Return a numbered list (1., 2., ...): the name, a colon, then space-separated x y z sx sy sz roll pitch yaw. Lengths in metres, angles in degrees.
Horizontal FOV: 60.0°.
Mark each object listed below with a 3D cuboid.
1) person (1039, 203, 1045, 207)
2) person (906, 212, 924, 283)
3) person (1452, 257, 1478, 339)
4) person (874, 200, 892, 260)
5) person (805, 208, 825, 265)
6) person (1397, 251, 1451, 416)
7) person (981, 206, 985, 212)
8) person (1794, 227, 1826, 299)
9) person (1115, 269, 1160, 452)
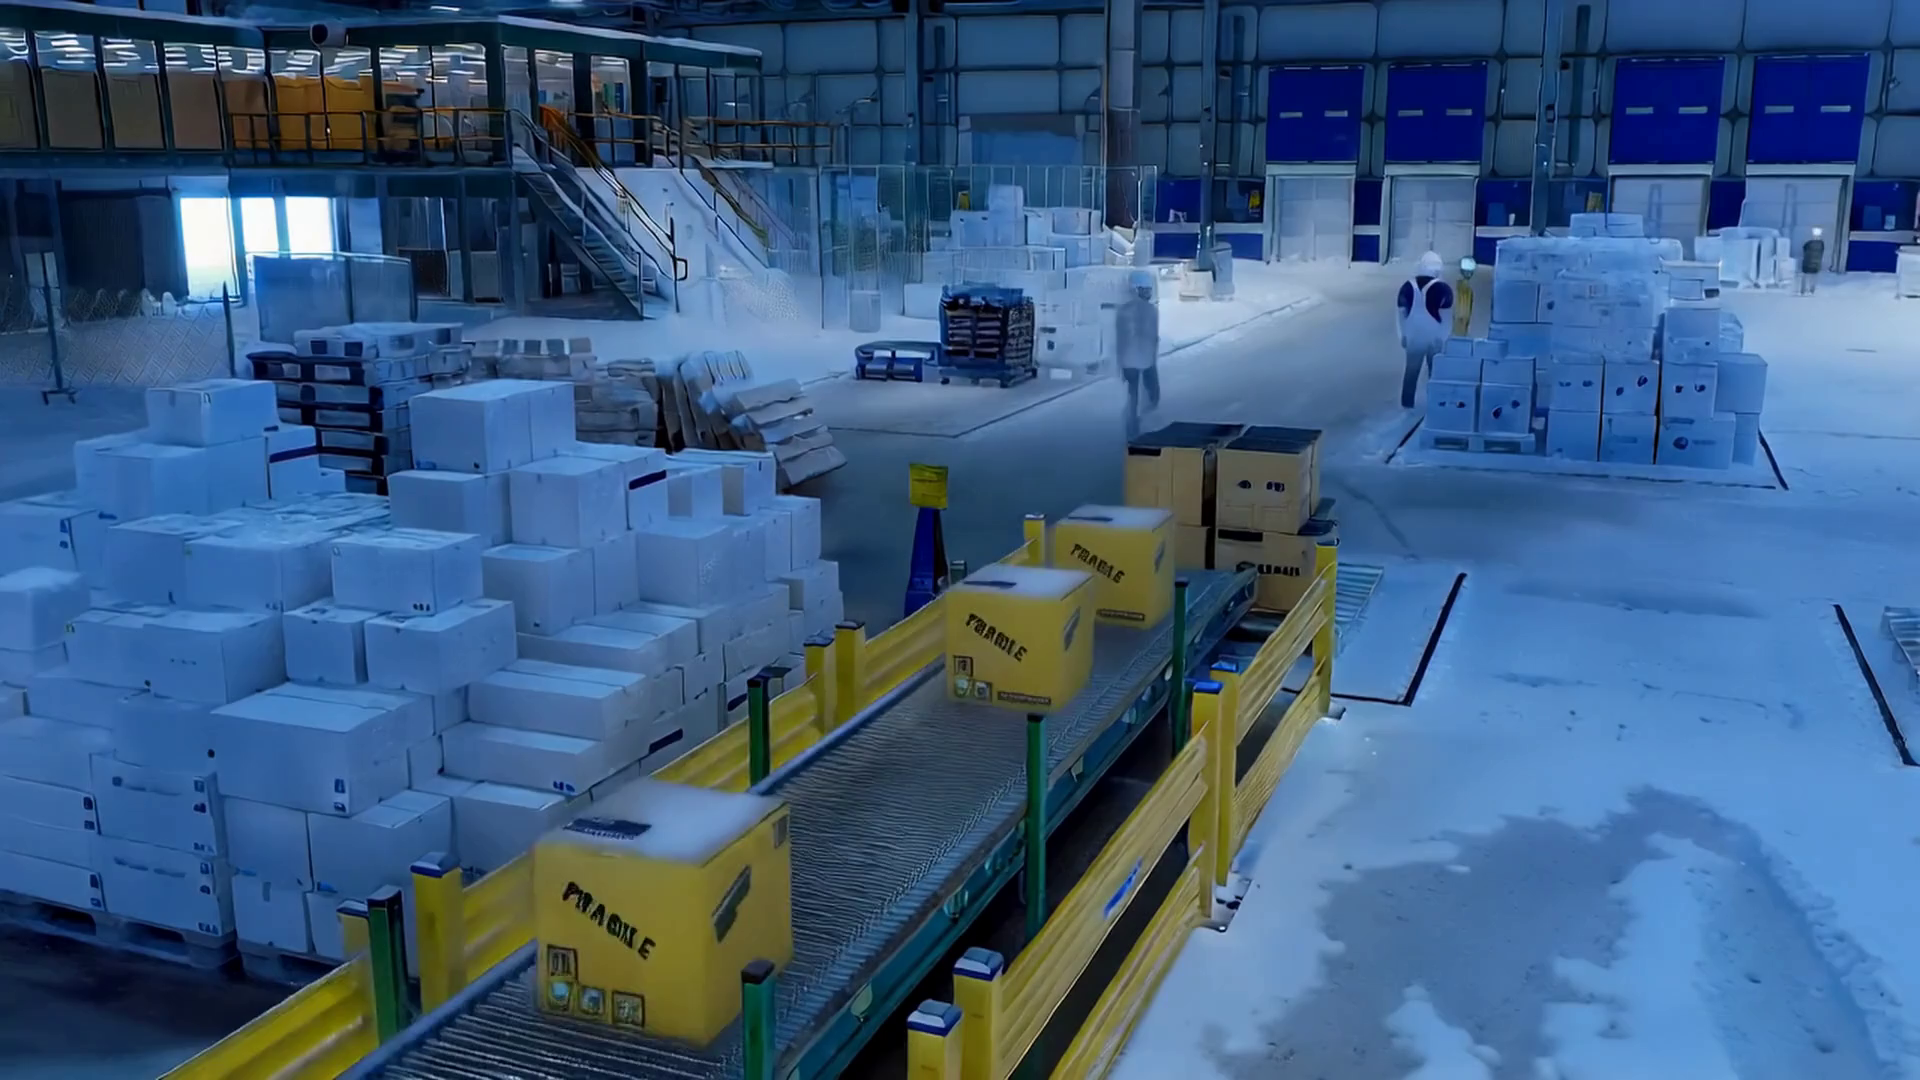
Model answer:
1. person: 2.662 -9.915 53.765 0.601 1.951 0.380 0 13 1
2. person: -1.236 -7.928 44.985 0.551 1.902 0.966 4 13 17
3. person: 7.291 -3.202 24.067 0.315 1.769 0.524 0 13 0
4. person: -2.570 -10.385 55.770 0.622 1.992 0.396 7 14 28
5. person: -4.620 -9.674 53.010 0.621 1.821 0.764 -5 13 -21
6. person: 5.735 -2.527 20.418 0.681 2.000 0.536 12 17 43
7. person: 0.784 -9.327 51.296 0.735 1.881 0.639 11 17 40
8. person: 20.040 -6.533 39.241 0.320 1.675 0.682 -7 14 -27
9. person: 1.875 -1.889 17.713 0.617 1.980 0.485 -9 15 -35
